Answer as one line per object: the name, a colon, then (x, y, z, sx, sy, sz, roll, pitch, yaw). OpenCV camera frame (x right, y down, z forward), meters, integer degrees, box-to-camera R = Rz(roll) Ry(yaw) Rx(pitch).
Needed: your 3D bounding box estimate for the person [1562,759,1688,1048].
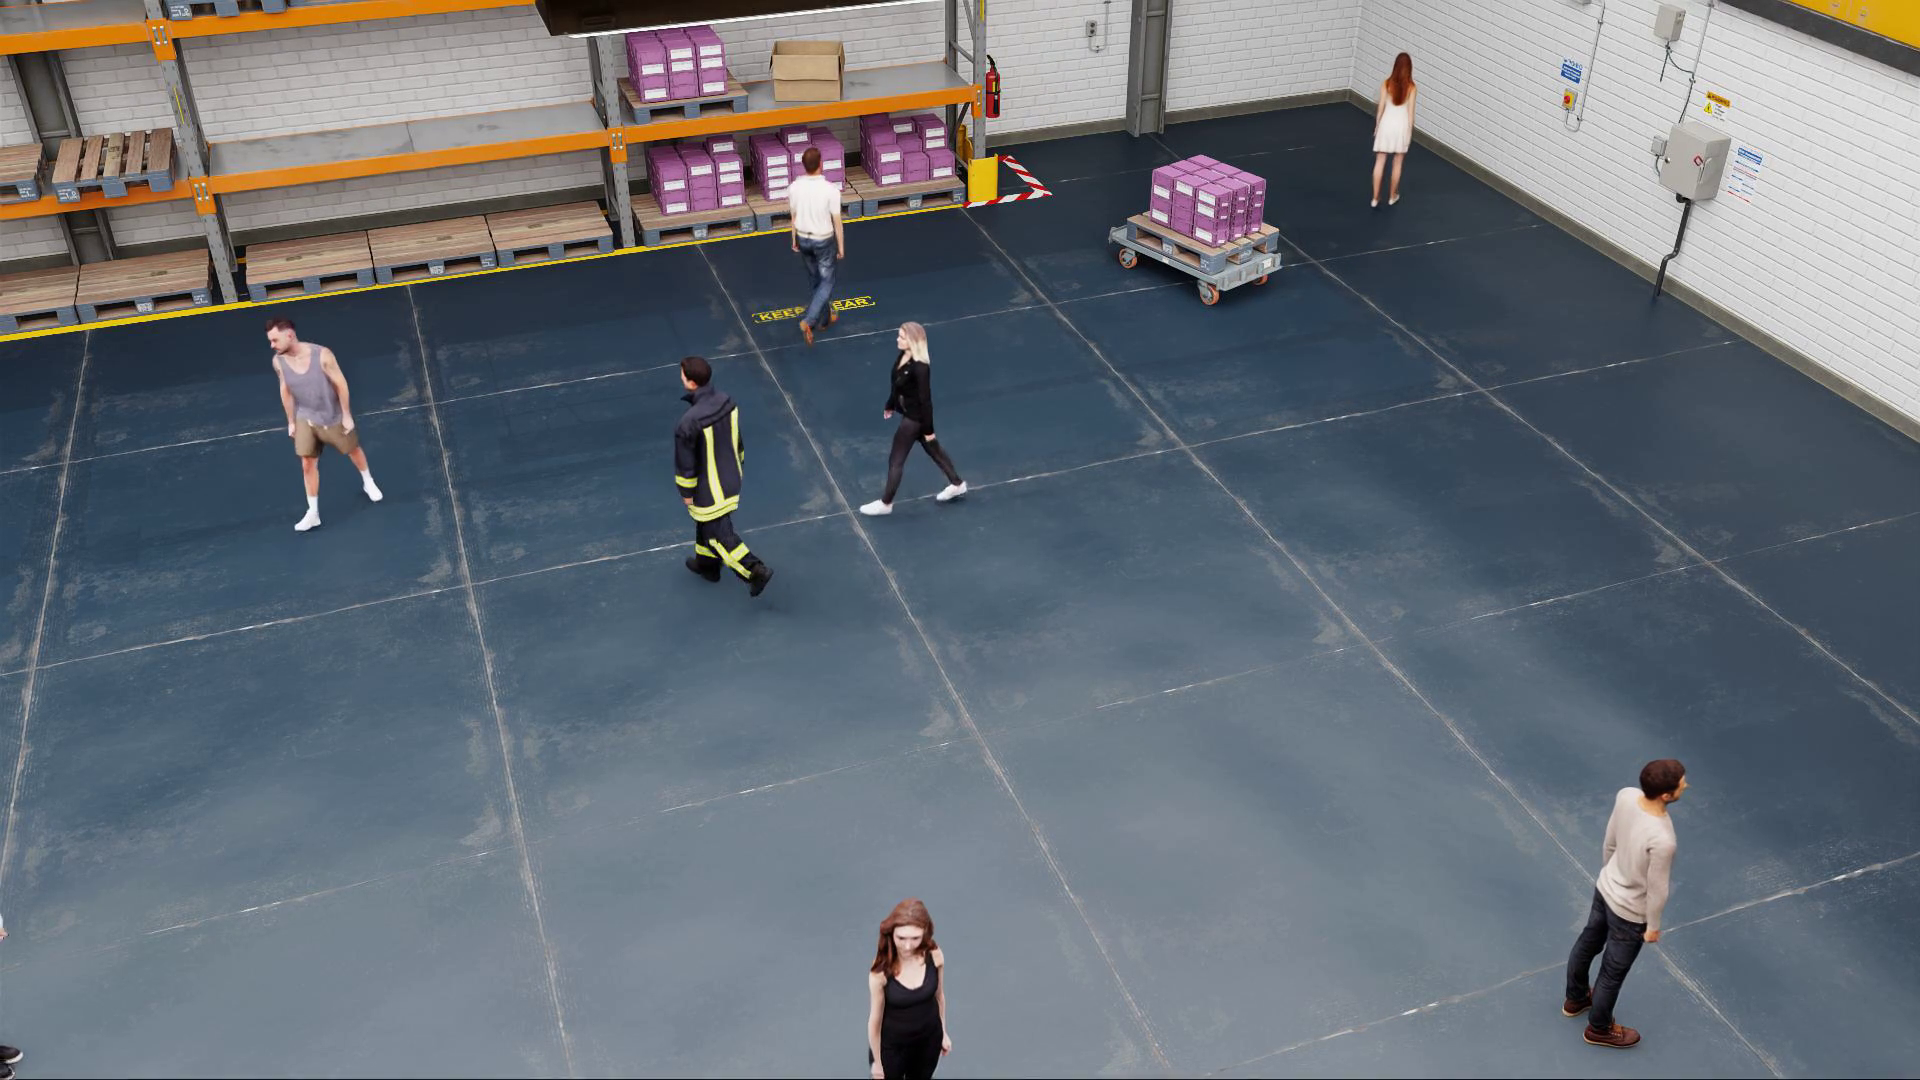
person: (3.429, 1.853, 8.586, 0.634, 1.868, 0.694, -5, 34, -7)

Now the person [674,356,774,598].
person: (-1.713, -0.420, 11.974, 1.233, 1.904, 1.215, 19, 38, 26)

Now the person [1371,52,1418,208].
person: (4.756, -4.503, 18.288, 0.740, 1.714, 0.798, 13, 36, 18)

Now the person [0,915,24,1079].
person: (-5.168, 2.089, 8.402, 0.754, 1.679, 0.730, 6, 34, 8)

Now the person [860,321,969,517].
person: (-0.258, -0.957, 13.017, 1.157, 1.643, 0.693, -8, 35, -12)

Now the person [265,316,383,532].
person: (-4.959, -1.000, 13.003, 1.001, 1.783, 0.939, -8, 34, -12)

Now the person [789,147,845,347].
person: (-1.377, -2.709, 15.478, 1.119, 1.836, 1.153, 12, 36, 18)

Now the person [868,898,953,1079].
person: (-0.263, 2.355, 7.944, 0.513, 1.743, 0.672, -18, 38, -25)
